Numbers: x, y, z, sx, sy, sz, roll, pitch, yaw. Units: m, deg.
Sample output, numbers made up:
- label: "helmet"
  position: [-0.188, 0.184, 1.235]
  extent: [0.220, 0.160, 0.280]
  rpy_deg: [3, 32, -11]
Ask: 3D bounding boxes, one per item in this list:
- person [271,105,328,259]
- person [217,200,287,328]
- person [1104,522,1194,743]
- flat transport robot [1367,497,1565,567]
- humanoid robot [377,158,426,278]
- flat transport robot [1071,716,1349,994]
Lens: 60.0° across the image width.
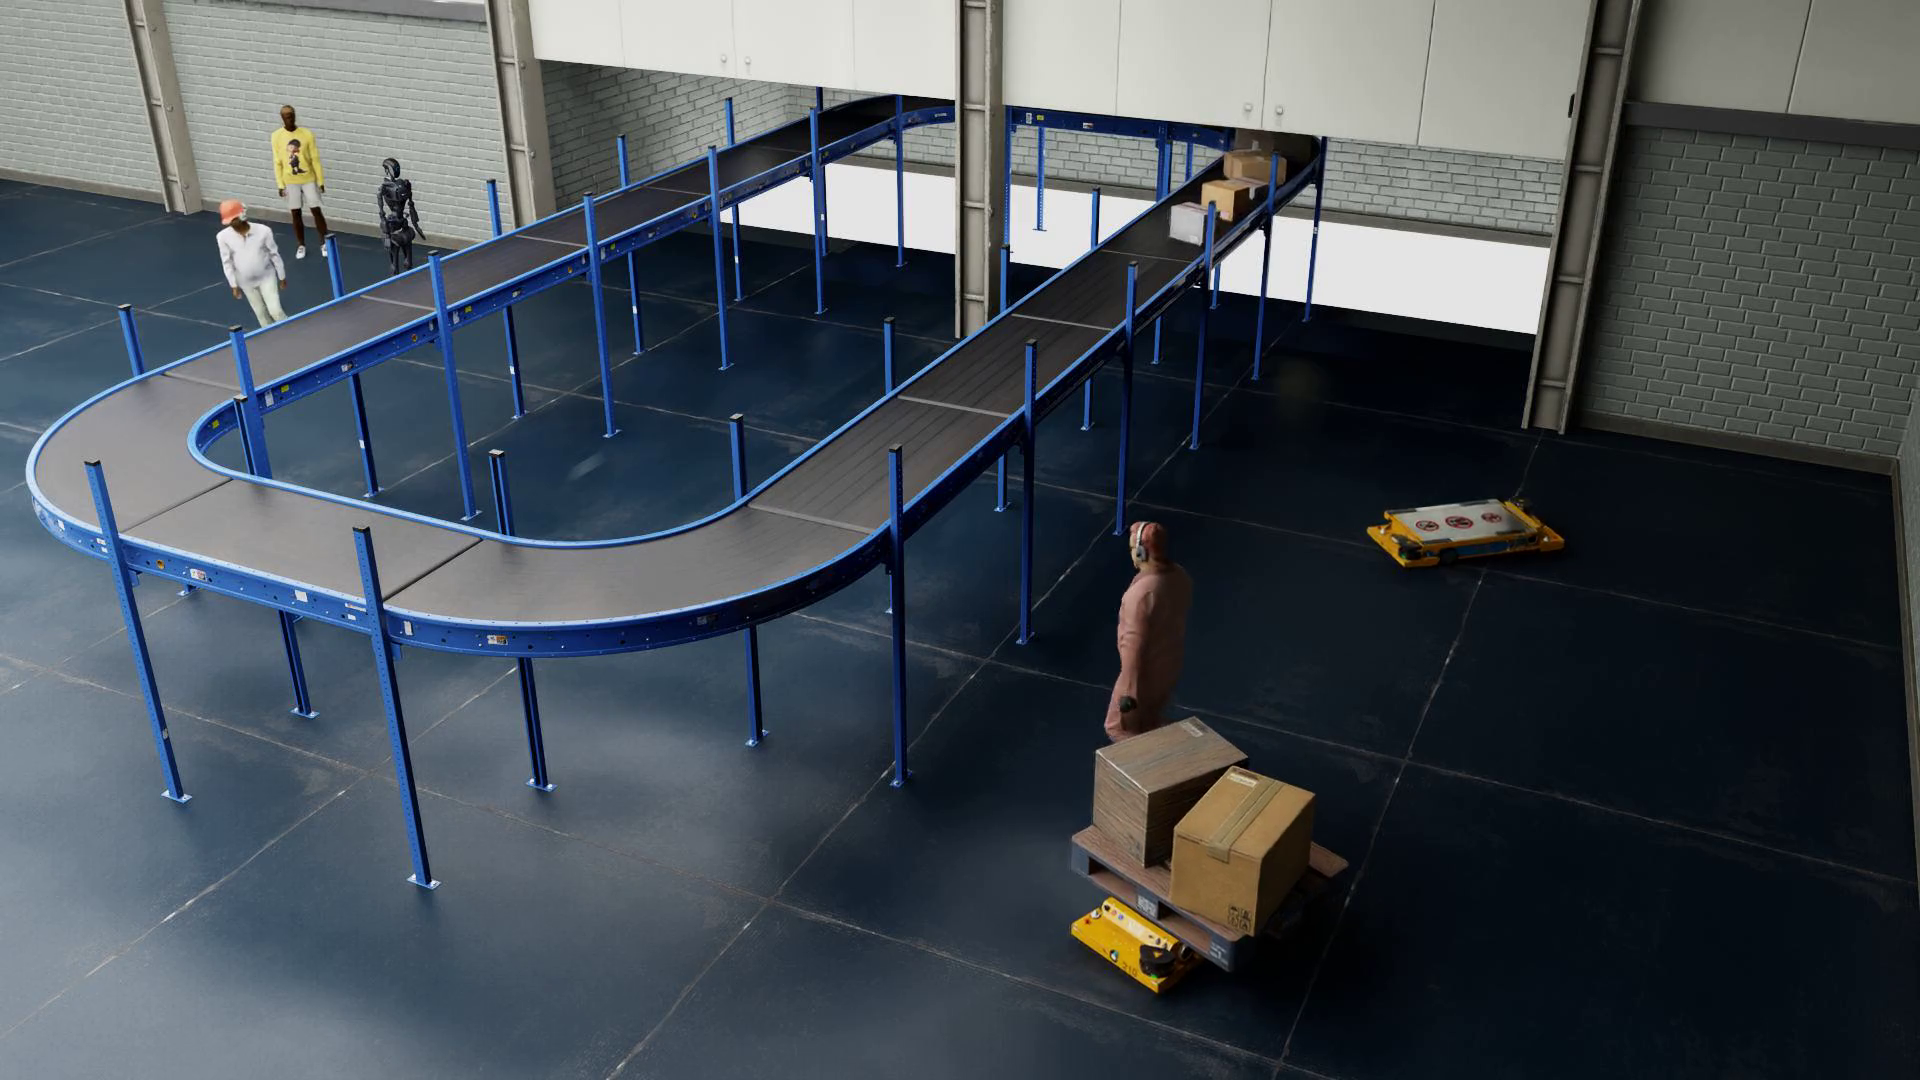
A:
- label: "person"
  position: [-8.156, -4.420, 20.562]
  extent: [0.556, 1.891, 0.411]
  rpy_deg: [-8, 27, -15]
- label: "person"
  position: [-7.327, -2.697, 17.296]
  extent: [0.590, 1.701, 0.637]
  rpy_deg: [-7, 27, -14]
- label: "person"
  position: [1.156, 0.802, 10.063]
  extent: [0.512, 1.868, 0.702]
  rpy_deg: [20, 33, 35]
- label: "flat transport robot"
  position: [4.133, -0.061, 13.599]
  extent: [1.431, 0.231, 0.659]
  rpy_deg: [-7, 27, -13]
- label: "humanoid robot"
  position: [-6.400, -3.539, 19.008]
  extent: [0.315, 1.657, 0.599]
  rpy_deg: [12, 29, 23]
- label: "flat transport robot"
  position: [1.376, 2.024, 9.397]
  extent: [1.431, 0.231, 0.659]
  rpy_deg: [-21, 34, -36]
